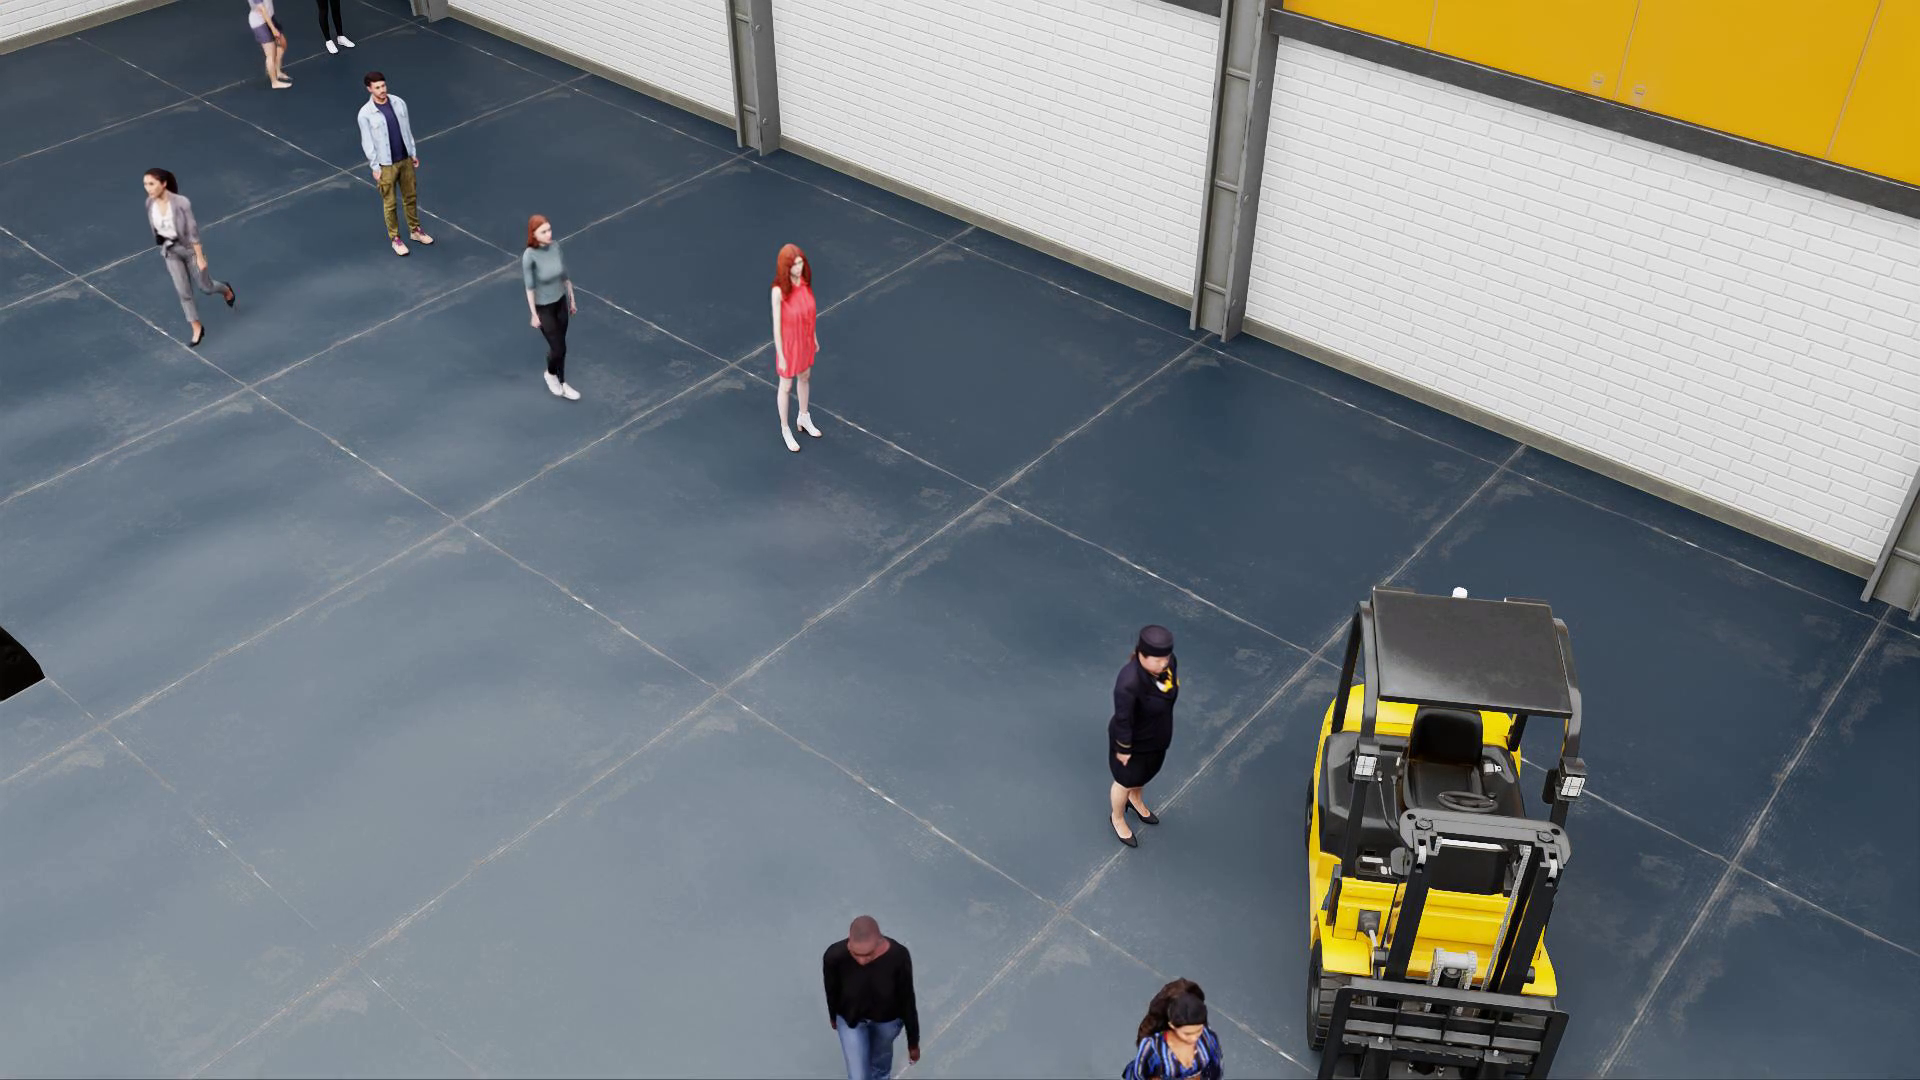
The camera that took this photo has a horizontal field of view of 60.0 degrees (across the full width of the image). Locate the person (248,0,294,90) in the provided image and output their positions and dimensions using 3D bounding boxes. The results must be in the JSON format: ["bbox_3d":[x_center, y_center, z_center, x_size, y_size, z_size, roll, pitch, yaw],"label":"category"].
[{"bbox_3d":[-8.096,-5.957,19.186,0.744,1.553,0.657,-11,40,-14],"label":"person"}]

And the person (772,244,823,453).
[{"bbox_3d":[-1.336,-1.576,13.481,0.506,1.827,0.585,29,47,31],"label":"person"}]

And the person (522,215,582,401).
[{"bbox_3d":[-3.514,-1.969,14.044,0.635,1.738,0.627,23,44,26],"label":"person"}]

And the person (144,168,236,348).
[{"bbox_3d":[-6.878,-2.577,14.869,0.985,1.658,0.966,6,39,7],"label":"person"}]

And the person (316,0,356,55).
[{"bbox_3d":[-7.681,-6.791,20.079,0.506,1.741,0.579,29,47,31],"label":"person"}]

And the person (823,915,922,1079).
[{"bbox_3d":[-0.467,2.390,8.599,0.858,1.721,0.920,-7,39,-9],"label":"person"}]

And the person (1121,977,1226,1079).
[{"bbox_3d":[1.028,2.705,8.305,0.825,1.596,0.933,-14,41,-16],"label":"person"}]

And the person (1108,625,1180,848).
[{"bbox_3d":[1.105,1.174,10.163,0.610,1.669,0.681,29,47,31],"label":"person"}]

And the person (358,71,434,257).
[{"bbox_3d":[-5.498,-3.676,16.123,0.544,1.811,0.667,29,47,31],"label":"person"}]
